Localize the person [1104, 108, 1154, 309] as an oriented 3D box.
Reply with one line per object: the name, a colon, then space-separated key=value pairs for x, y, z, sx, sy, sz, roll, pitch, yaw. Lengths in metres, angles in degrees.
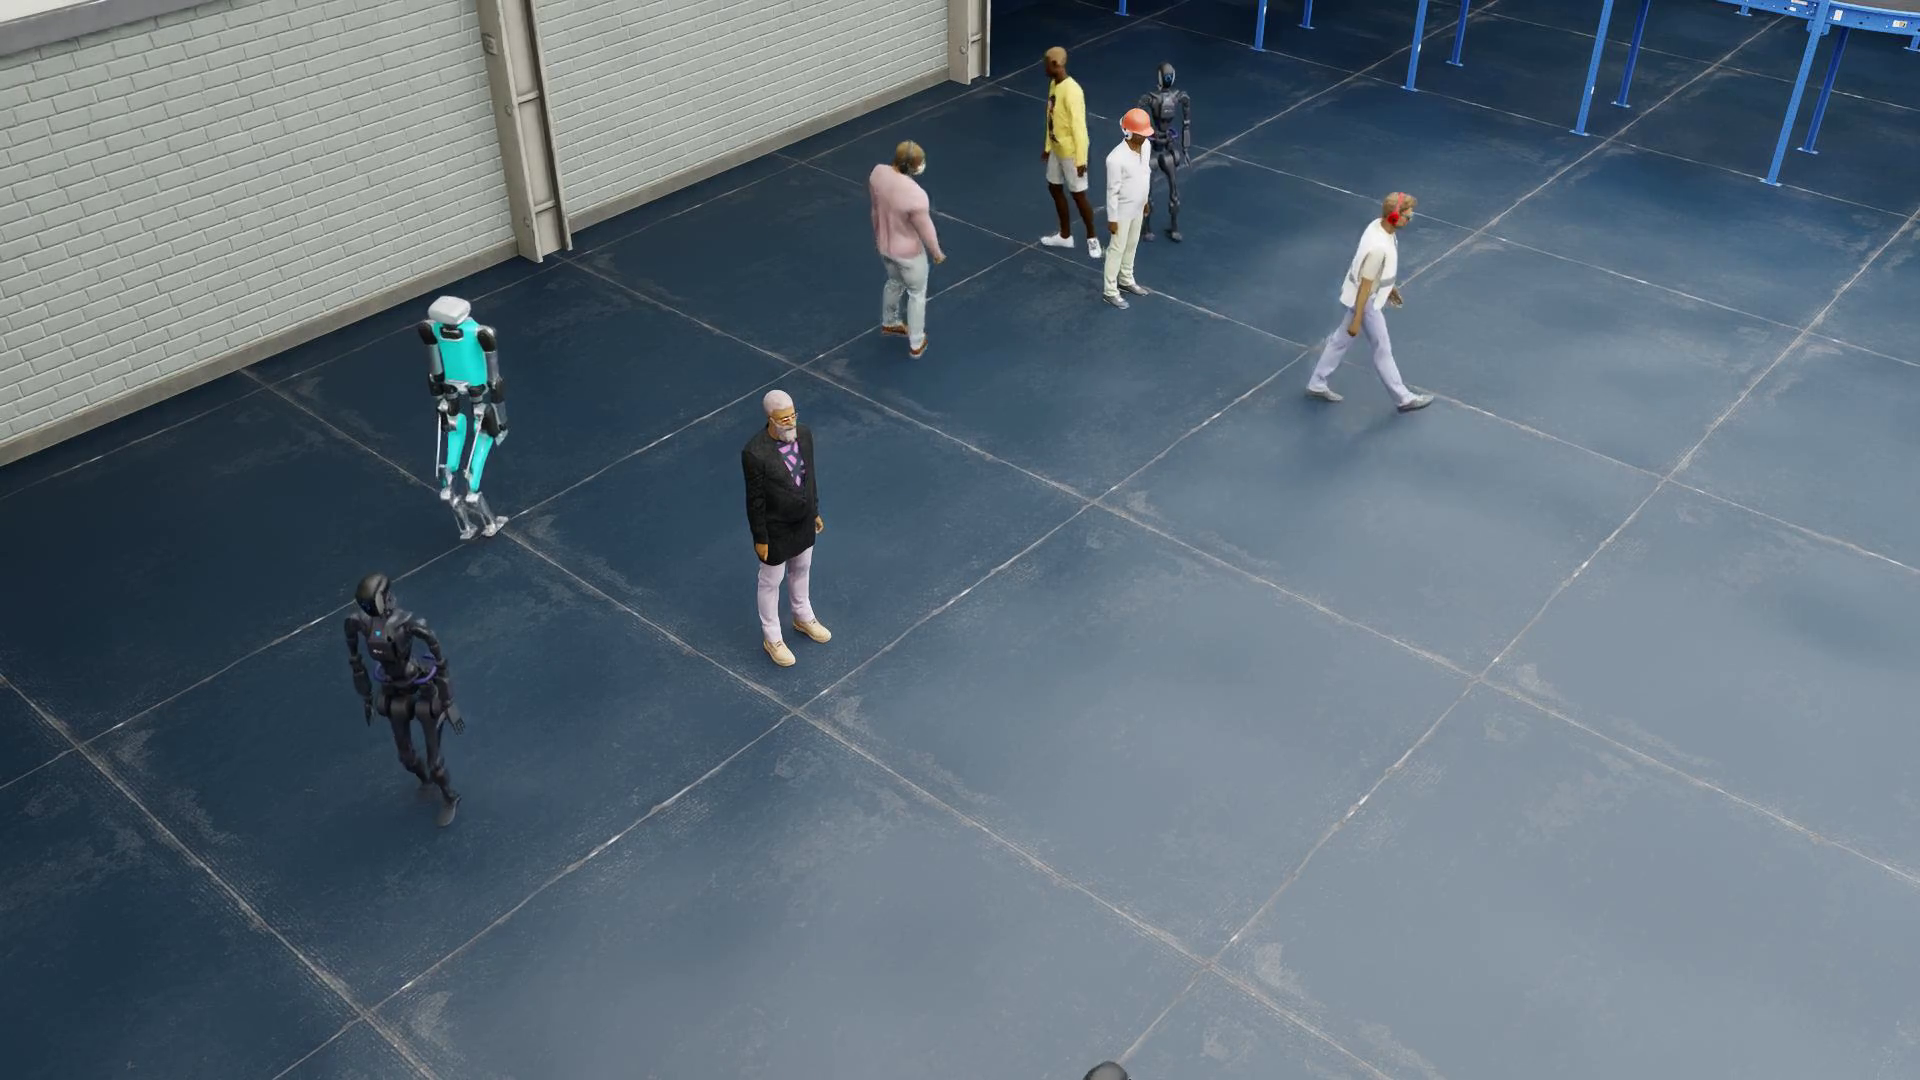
person: x=1.441 y=-2.816 z=14.069 sx=0.346 sy=1.745 sz=0.562 roll=23 pitch=42 yaw=29

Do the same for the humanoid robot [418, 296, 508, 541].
humanoid robot: x=-3.341 y=-0.726 z=11.107 sx=0.532 sy=1.757 sz=0.676 roll=8 pitch=36 yaw=11

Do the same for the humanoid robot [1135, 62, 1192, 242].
humanoid robot: x=1.820 y=-3.518 z=15.107 sx=0.587 sy=1.651 sz=0.335 roll=-10 pitch=37 yaw=-13

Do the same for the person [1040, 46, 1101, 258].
person: x=1.039 y=-3.462 z=14.880 sx=0.491 sy=1.861 sz=0.699 roll=-12 pitch=37 yaw=-17

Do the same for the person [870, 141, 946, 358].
person: x=-0.453 y=-2.331 z=13.276 sx=0.731 sy=1.889 sz=0.462 roll=29 pitch=45 yaw=35

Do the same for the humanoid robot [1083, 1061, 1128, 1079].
humanoid robot: x=0.482 y=2.600 z=6.524 sx=0.592 sy=1.653 sz=0.406 roll=20 pitch=40 yaw=25

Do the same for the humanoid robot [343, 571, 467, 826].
humanoid robot: x=-2.965 y=0.834 z=9.000 sx=0.589 sy=1.643 sz=0.347 roll=5 pitch=36 yaw=7

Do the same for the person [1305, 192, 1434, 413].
person: x=3.187 y=-1.785 z=12.588 sx=1.007 sy=1.777 sz=0.576 roll=8 pitch=36 yaw=11

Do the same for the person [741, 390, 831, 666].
person: x=-1.074 y=-0.101 z=10.162 sx=0.405 sy=1.856 sz=0.529 roll=28 pitch=44 yaw=34
